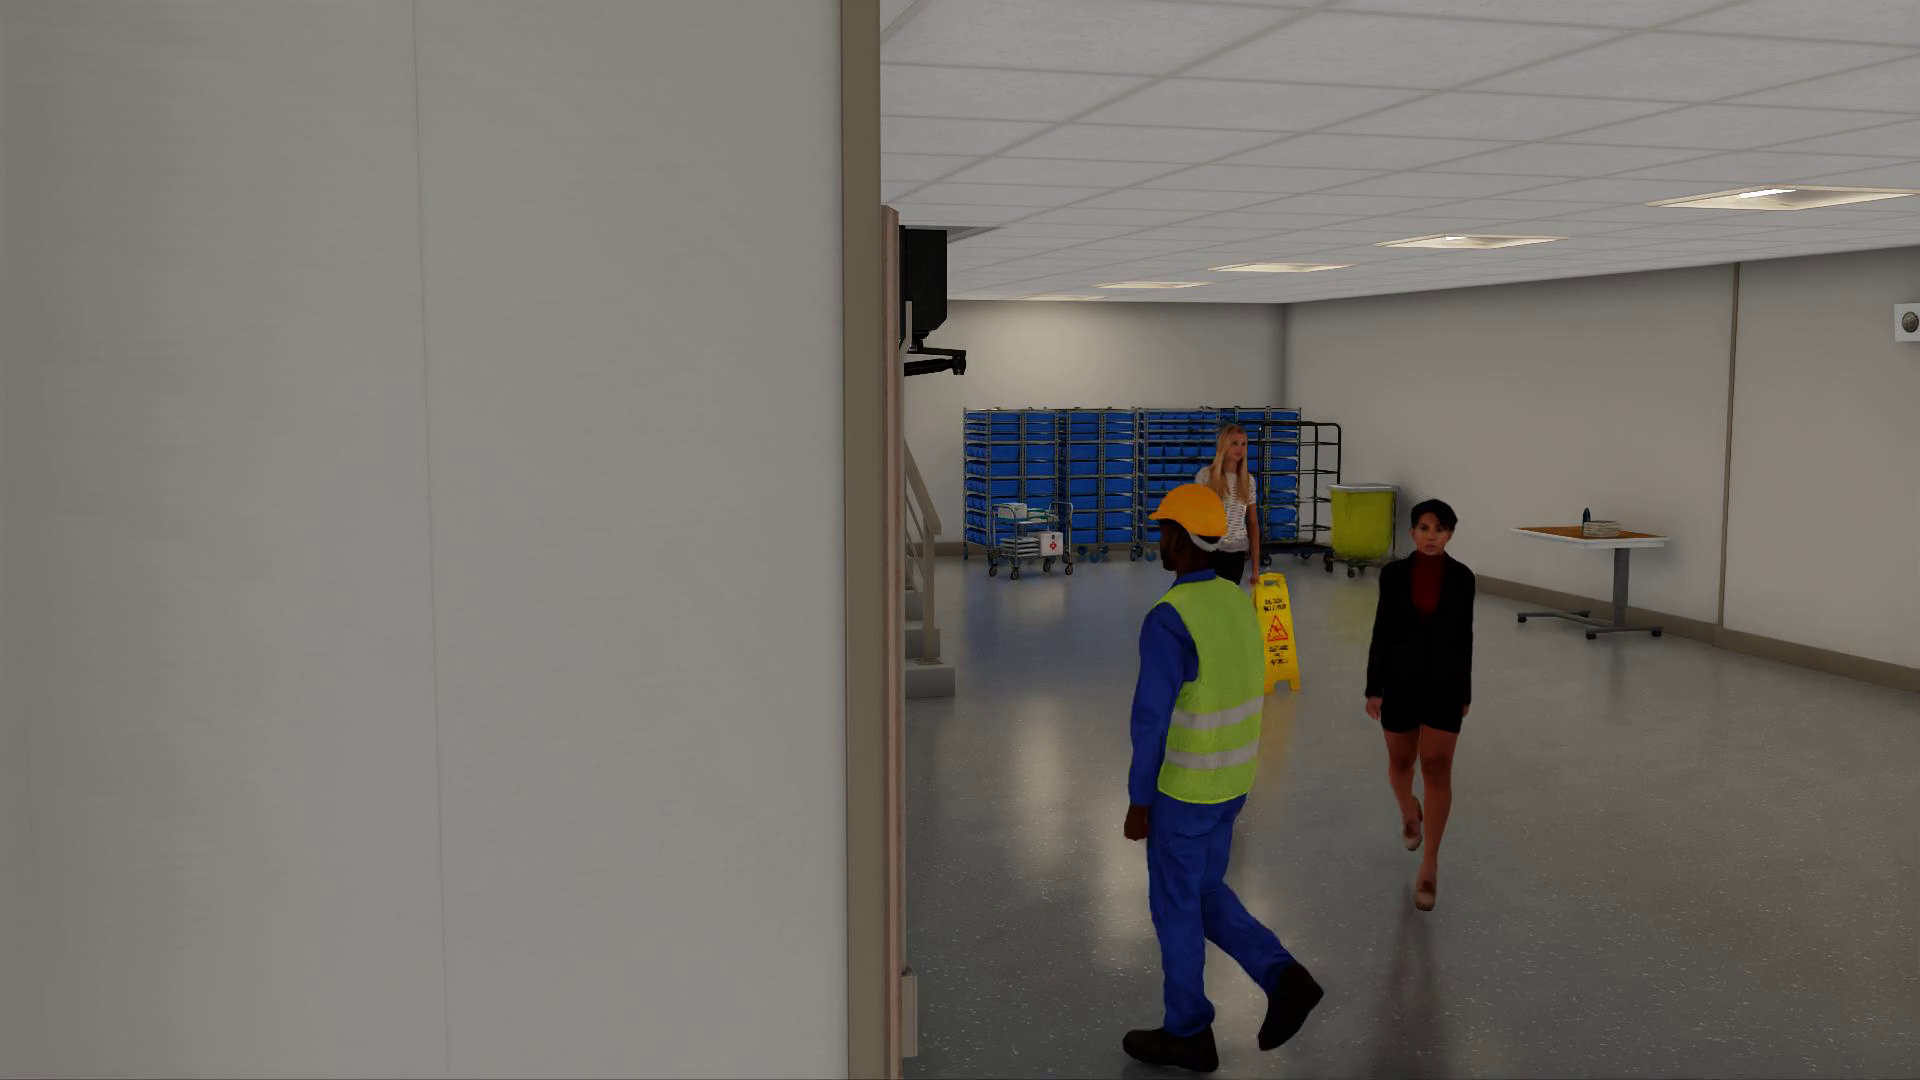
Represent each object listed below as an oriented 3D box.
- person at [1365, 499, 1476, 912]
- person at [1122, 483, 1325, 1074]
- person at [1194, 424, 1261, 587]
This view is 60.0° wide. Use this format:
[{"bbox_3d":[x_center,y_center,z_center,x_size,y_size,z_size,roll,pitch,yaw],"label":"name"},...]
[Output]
[{"bbox_3d":[1.885,0.655,6.834,0.939,1.606,1.089,2,6,21],"label":"person"},{"bbox_3d":[0.778,0.742,4.999,0.992,1.800,0.914,5,7,38],"label":"person"},{"bbox_3d":[1.647,0.156,10.812,0.629,1.802,0.722,-1,6,-14],"label":"person"}]
